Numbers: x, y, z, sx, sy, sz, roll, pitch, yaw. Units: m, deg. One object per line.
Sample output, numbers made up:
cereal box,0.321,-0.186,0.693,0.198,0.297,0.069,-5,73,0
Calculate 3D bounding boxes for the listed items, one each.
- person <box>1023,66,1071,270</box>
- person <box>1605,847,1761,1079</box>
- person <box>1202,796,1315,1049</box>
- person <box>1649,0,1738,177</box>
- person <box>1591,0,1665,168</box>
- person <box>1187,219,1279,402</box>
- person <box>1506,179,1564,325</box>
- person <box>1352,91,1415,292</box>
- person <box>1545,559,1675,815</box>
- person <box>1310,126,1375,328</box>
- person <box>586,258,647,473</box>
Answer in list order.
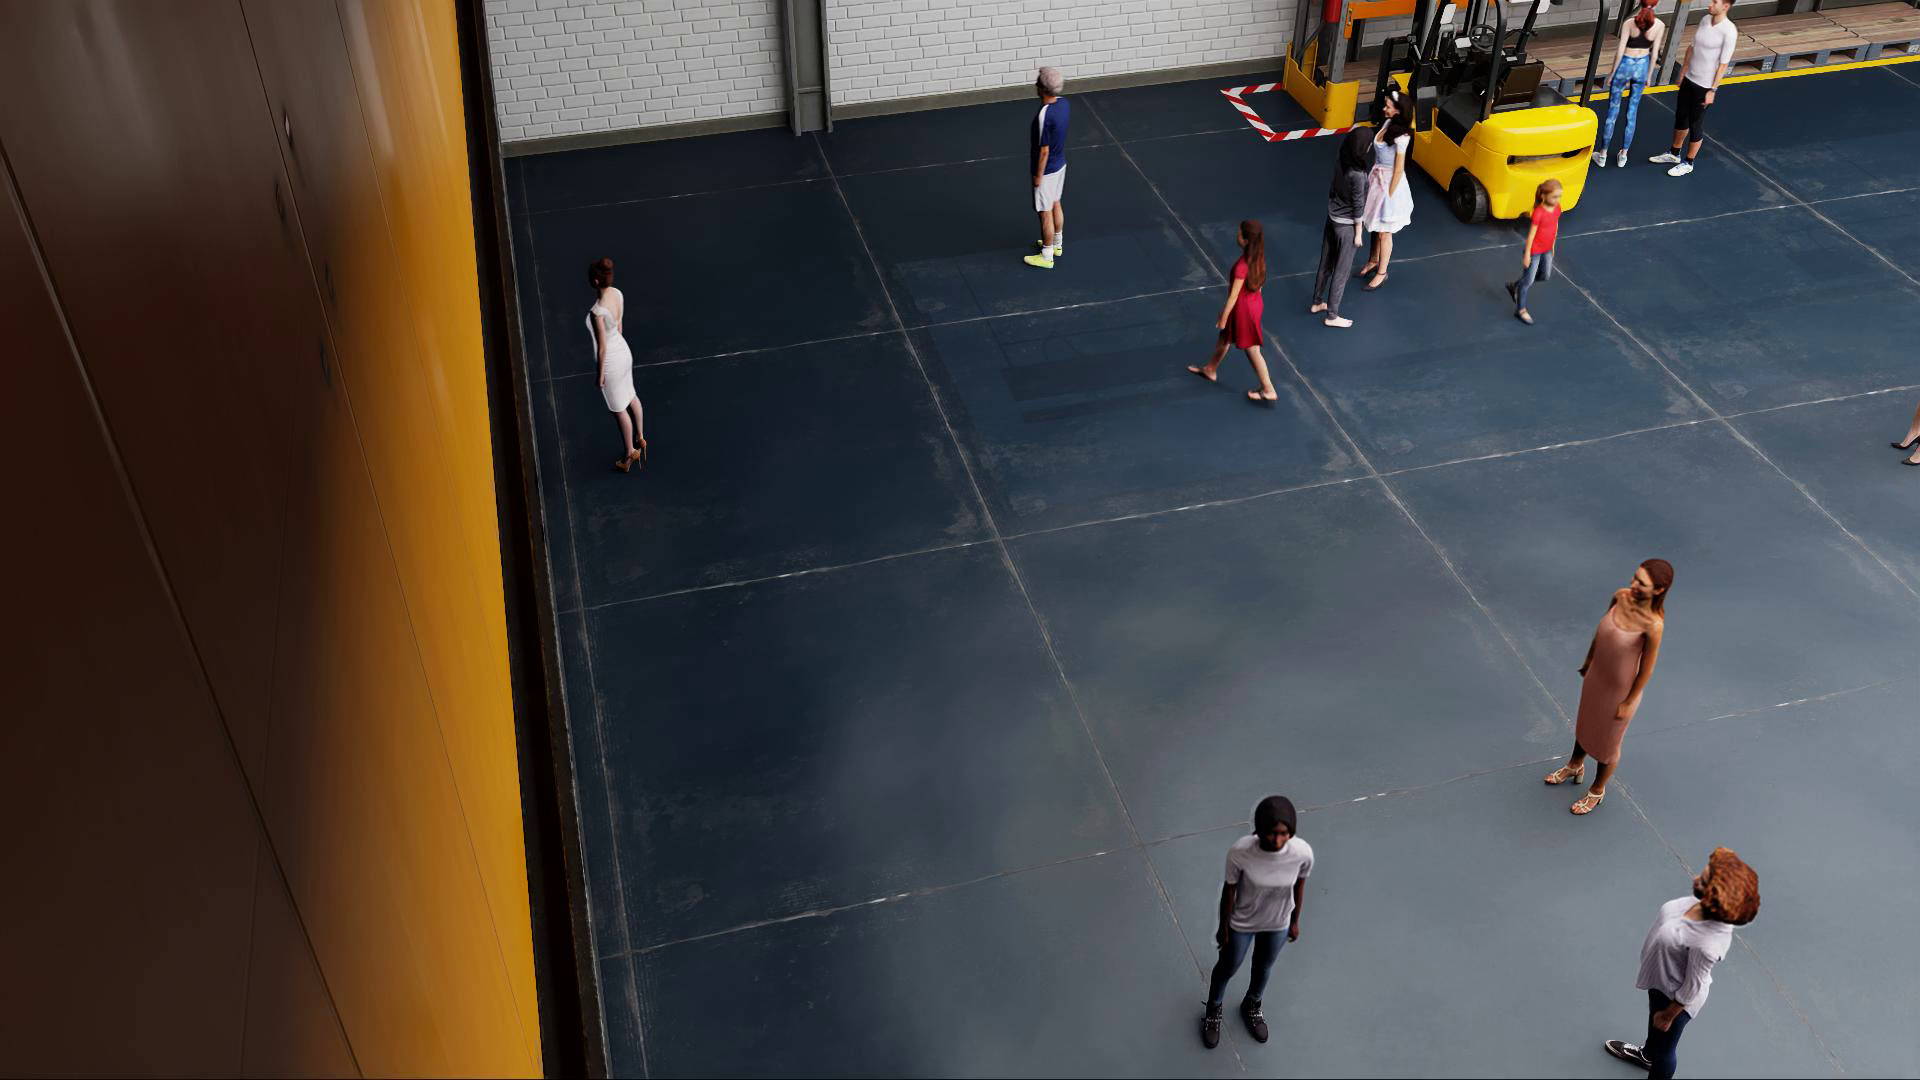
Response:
person,0.779,-3.307,14.739,0.753,1.837,0.716,16,41,19
person,3.488,2.131,8.029,0.787,1.712,0.750,13,40,16
person,1.483,1.901,8.312,0.517,1.719,0.678,-3,39,-3
person,7.214,-4.474,16.189,0.527,1.851,0.671,-10,40,-12
person,6.565,-4.535,16.318,0.600,1.784,0.710,4,39,5
person,2.299,-1.767,13.069,1.044,1.513,1.005,22,44,25
person,4.872,-2.497,14.153,0.631,1.301,0.640,-21,43,-24
person,3.674,-3.011,14.386,0.752,1.815,0.729,-5,39,-6
person,3.766,0.831,9.561,0.514,1.832,0.587,-12,40,-14
person,3.216,-2.643,13.966,0.518,1.764,0.607,-12,40,-14
person,-2.537,-1.287,12.245,0.644,1.793,0.645,10,40,12
